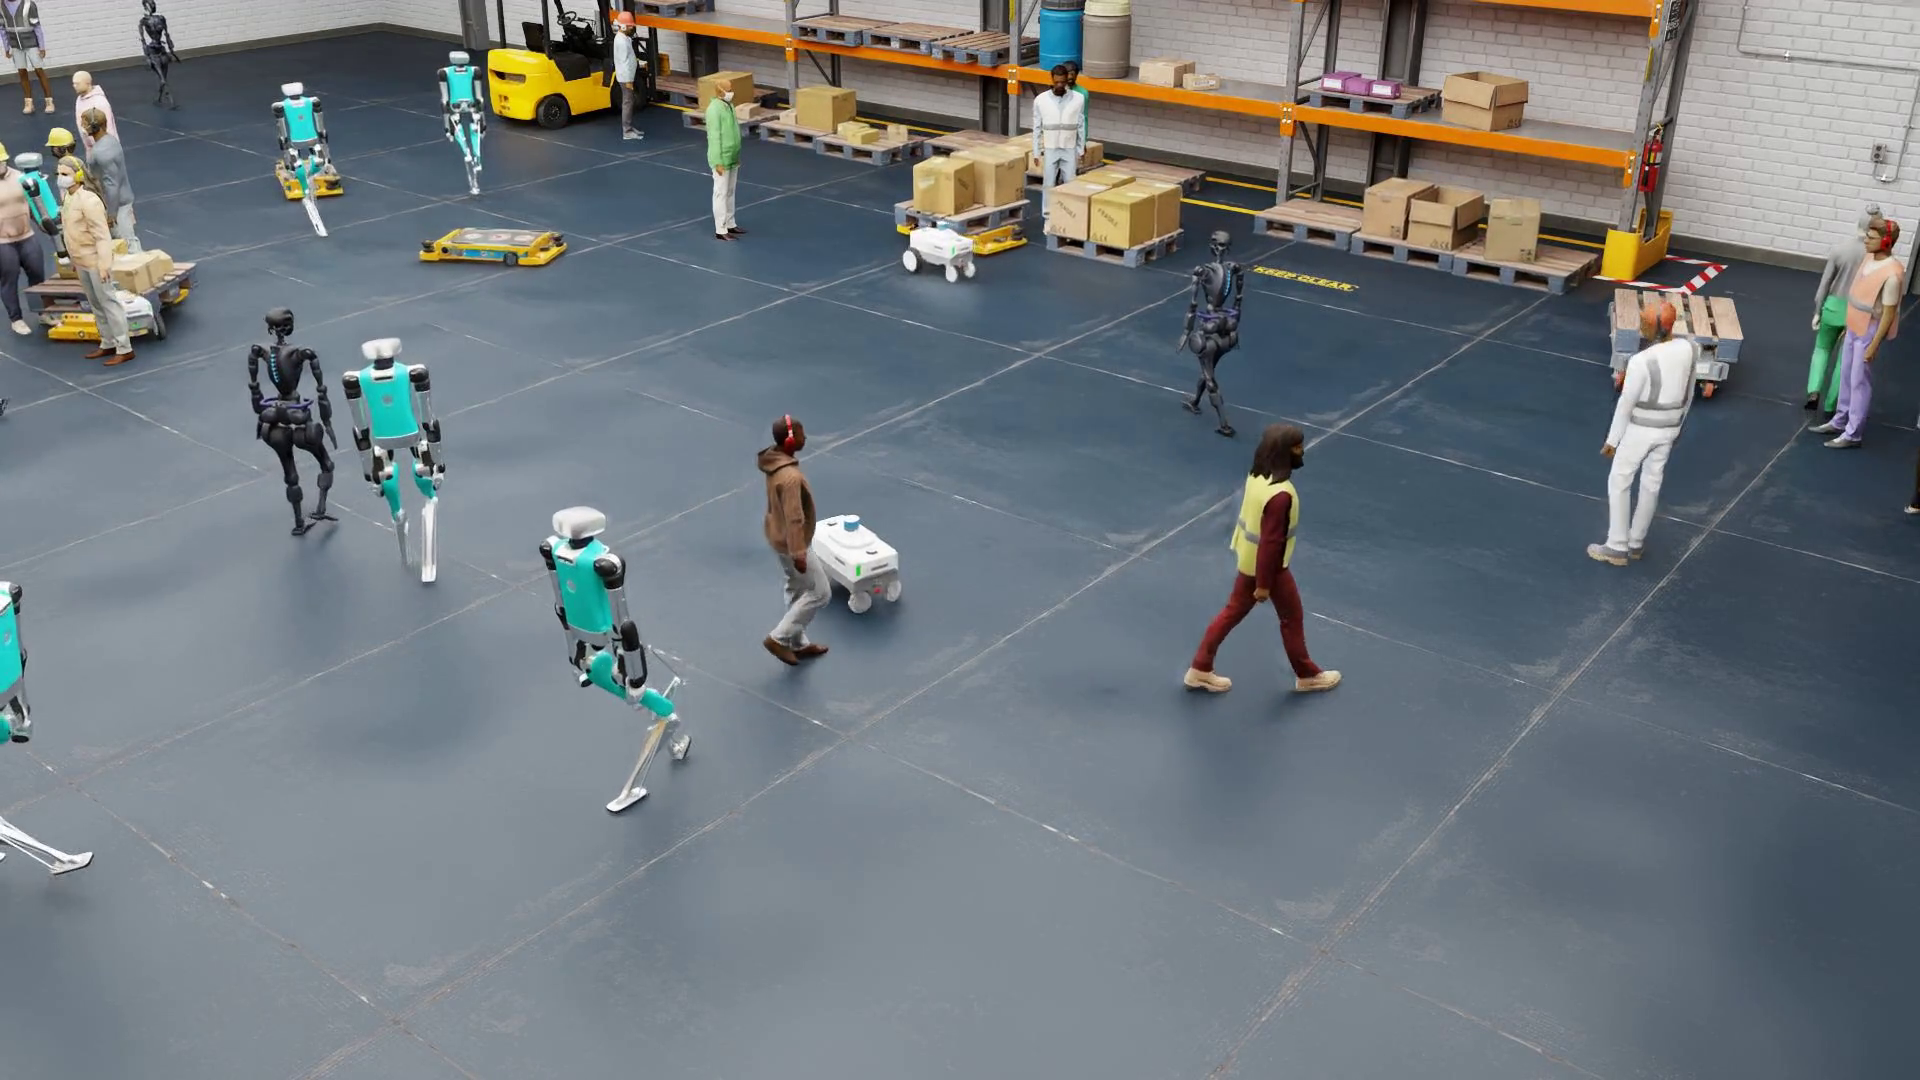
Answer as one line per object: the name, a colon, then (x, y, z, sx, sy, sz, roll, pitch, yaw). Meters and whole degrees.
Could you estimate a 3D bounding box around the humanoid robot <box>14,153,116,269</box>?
humanoid robot: (-8.251, -2.727, 15.647, 0.817, 1.859, 0.532, -11, 28, -22)

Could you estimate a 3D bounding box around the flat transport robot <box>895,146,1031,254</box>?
flat transport robot: (0.017, -3.504, 18.827, 1.431, 0.231, 0.659, 23, 34, 39)

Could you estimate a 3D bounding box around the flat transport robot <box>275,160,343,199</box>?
flat transport robot: (-8.257, -4.584, 21.064, 0.659, 0.231, 1.431, -12, 28, -23)

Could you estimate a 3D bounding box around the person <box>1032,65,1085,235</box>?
person: (1.117, -4.421, 18.846, 0.600, 1.907, 0.398, -2, 26, -5)

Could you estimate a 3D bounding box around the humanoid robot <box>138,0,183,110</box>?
humanoid robot: (-12.196, -7.407, 25.340, 0.780, 1.631, 0.602, 10, 27, 19)

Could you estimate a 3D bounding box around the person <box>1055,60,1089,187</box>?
person: (1.243, -4.648, 19.381, 0.505, 1.848, 0.380, -4, 26, -8)

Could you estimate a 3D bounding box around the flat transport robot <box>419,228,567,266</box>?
flat transport robot: (-5.111, -3.213, 18.225, 1.431, 0.231, 0.659, 4, 26, 8)

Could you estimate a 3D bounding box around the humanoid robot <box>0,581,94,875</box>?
humanoid robot: (-4.767, 0.904, 7.987, 0.979, 1.731, 0.535, 0, 26, -1)

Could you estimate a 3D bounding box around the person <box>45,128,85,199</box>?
person: (-8.696, -3.179, 16.433, 0.311, 1.768, 0.526, -6, 26, -13)

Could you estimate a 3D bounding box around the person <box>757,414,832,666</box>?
person: (-0.990, 0.015, 9.948, 0.402, 1.637, 0.493, -8, 27, -16)

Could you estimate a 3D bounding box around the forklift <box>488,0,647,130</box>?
forklift: (-5.874, -7.334, 24.552, 1.214, 2.155, 2.313, 19, 32, 34)

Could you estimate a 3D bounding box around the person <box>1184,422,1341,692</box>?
person: (1.778, 0.123, 9.646, 0.950, 1.722, 0.482, -3, 26, -6)

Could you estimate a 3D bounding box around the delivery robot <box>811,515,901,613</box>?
delivery robot: (-0.718, 0.116, 11.004, 0.515, 0.597, 0.768, -16, 30, -30)

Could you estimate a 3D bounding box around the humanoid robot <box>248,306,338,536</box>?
humanoid robot: (-4.697, -0.838, 11.691, 0.607, 1.647, 0.334, 3, 26, 5)

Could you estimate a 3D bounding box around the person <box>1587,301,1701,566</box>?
person: (4.647, -0.712, 11.223, 0.623, 1.861, 0.383, -8, 27, -16)

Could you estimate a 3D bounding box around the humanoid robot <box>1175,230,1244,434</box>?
humanoid robot: (2.045, -1.707, 13.552, 0.614, 1.632, 0.796, -15, 30, -28)

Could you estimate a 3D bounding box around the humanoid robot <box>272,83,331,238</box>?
humanoid robot: (-7.503, -4.355, 18.956, 0.550, 1.767, 1.029, -16, 30, -30)

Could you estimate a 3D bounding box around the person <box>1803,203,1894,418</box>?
person: (7.318, -1.880, 13.681, 0.535, 1.825, 0.412, 15, 29, 28)

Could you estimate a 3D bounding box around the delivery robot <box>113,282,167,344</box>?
delivery robot: (-7.889, -2.155, 15.695, 0.499, 0.587, 0.762, -21, 33, -36)

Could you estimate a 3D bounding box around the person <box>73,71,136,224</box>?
person: (-9.880, -4.506, 19.169, 0.534, 1.775, 0.417, 13, 29, 25)

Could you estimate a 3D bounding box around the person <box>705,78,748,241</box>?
person: (-2.637, -4.280, 18.695, 0.383, 1.783, 0.534, 7, 27, 14)

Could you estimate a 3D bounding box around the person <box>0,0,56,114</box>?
person: (-14.024, -7.410, 24.898, 0.601, 2.035, 0.413, -3, 26, -6)

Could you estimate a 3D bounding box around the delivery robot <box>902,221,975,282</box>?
delivery robot: (-0.213, -3.069, 17.609, 0.499, 0.606, 0.790, -23, 34, -39)

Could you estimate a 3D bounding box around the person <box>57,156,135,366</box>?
person: (-7.769, -2.510, 14.922, 0.565, 1.876, 0.402, 19, 31, 34)

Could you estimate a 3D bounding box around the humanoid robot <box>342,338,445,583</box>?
humanoid robot: (-3.667, -0.487, 11.023, 0.548, 1.914, 0.722, -5, 26, -11)

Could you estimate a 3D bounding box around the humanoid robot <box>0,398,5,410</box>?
humanoid robot: (-8.307, -1.712, 13.461, 0.925, 1.789, 0.554, -7, 27, -14)

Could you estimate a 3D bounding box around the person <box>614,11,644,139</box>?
person: (-4.670, -6.543, 23.426, 0.352, 1.742, 0.572, -5, 26, -11)

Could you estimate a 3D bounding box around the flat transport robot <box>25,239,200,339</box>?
flat transport robot: (-8.222, -2.269, 16.270, 0.659, 0.231, 1.431, 2, 26, 4)

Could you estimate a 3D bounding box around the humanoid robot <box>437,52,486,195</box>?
humanoid robot: (-5.986, -5.025, 20.284, 0.560, 1.734, 1.008, -14, 29, -27)

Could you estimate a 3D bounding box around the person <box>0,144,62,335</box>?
person: (-8.930, -2.852, 15.677, 0.479, 1.843, 0.819, 14, 29, 26)

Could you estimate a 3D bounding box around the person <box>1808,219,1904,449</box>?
person: (7.141, -1.616, 13.105, 0.373, 1.842, 0.569, 3, 26, 6)

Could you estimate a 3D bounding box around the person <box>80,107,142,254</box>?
person: (-8.402, -3.319, 16.528, 0.373, 1.939, 0.628, -10, 27, -19)

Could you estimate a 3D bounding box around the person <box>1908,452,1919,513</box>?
person: (7.179, -1.092, 11.907, 0.450, 1.940, 0.599, -12, 28, -23)

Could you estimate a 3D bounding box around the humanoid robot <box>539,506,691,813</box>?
humanoid robot: (-1.683, 0.594, 8.749, 0.554, 1.855, 0.846, 17, 31, 32)
